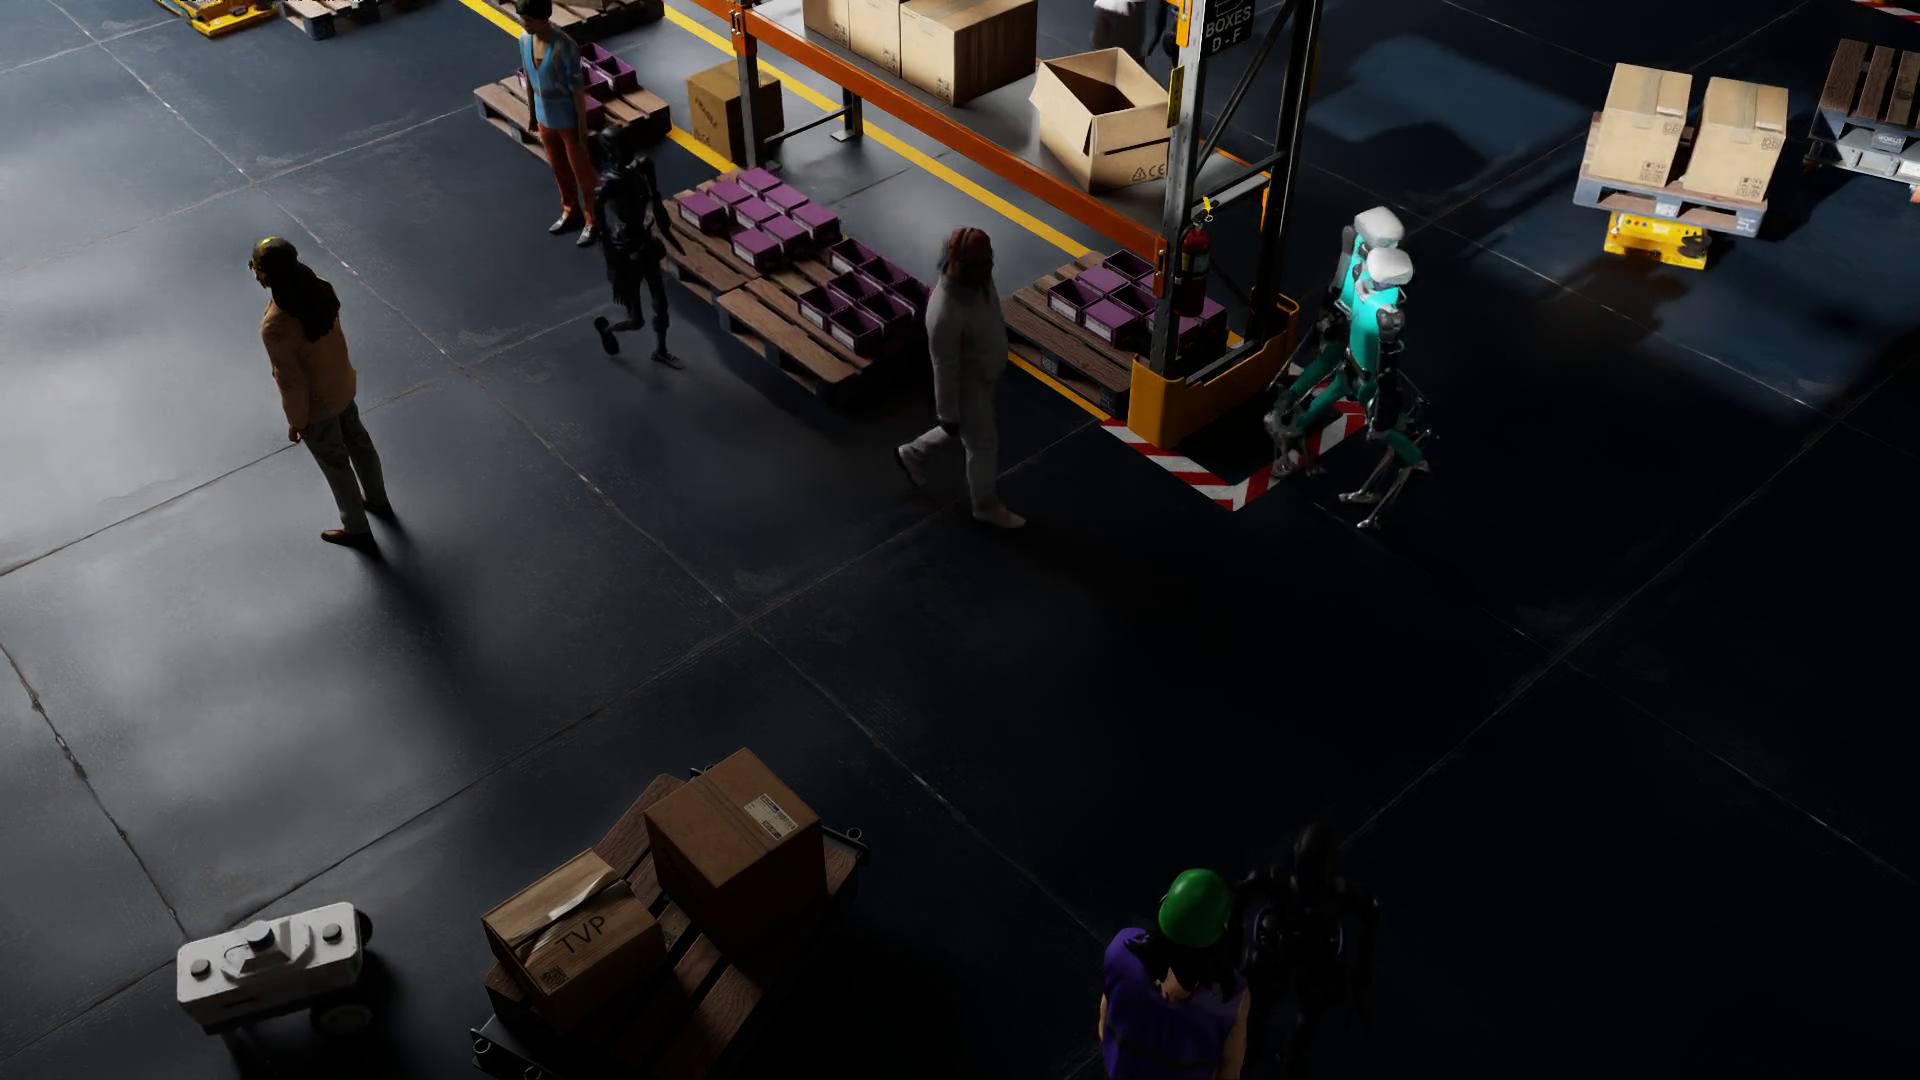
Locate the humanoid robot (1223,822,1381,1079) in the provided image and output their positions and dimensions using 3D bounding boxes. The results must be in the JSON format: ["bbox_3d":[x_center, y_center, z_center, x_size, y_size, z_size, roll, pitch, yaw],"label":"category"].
[{"bbox_3d":[1.278,1.631,6.279,0.601,1.652,0.325,9,43,9],"label":"humanoid robot"}]

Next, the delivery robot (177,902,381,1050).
[{"bbox_3d":[-2.816,1.790,6.945,0.778,0.606,0.515,-13,44,-14],"label":"delivery robot"}]

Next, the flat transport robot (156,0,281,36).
[{"bbox_3d":[-6.466,-4.693,14.200,1.431,0.231,0.659,33,52,31],"label":"flat transport robot"}]

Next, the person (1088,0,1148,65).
[{"bbox_3d":[1.056,-3.390,11.691,0.386,1.735,0.577,30,50,28],"label":"person"}]

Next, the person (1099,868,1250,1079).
[{"bbox_3d":[0.731,1.825,5.892,0.529,1.924,0.427,17,45,18],"label":"person"}]

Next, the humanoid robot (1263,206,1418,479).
[{"bbox_3d":[1.951,-0.944,9.043,0.787,1.759,0.561,-20,46,-21],"label":"humanoid robot"}]

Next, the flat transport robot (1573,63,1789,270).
[{"bbox_3d":[4.954,-2.397,11.702,0.659,0.231,1.431,15,45,16],"label":"flat transport robot"}]

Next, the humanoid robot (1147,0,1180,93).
[{"bbox_3d":[1.675,-3.759,12.186,0.584,1.615,0.809,-16,45,-16],"label":"humanoid robot"}]

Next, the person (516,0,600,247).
[{"bbox_3d":[-2.667,-2.804,11.045,0.496,1.759,0.333,22,47,22],"label":"person"}]

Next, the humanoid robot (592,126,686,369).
[{"bbox_3d":[-1.986,-1.765,9.984,0.551,1.645,0.605,23,47,23],"label":"humanoid robot"}]

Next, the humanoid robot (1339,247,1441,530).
[{"bbox_3d":[2.339,-0.788,8.848,0.699,1.752,0.531,-5,43,-6],"label":"humanoid robot"}]

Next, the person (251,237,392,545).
[{"bbox_3d":[-3.346,-0.768,8.745,0.409,1.876,0.558,8,43,9],"label":"person"}]

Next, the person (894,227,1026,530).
[{"bbox_3d":[-0.001,-0.861,8.838,0.722,1.880,0.651,9,43,10],"label":"person"}]
